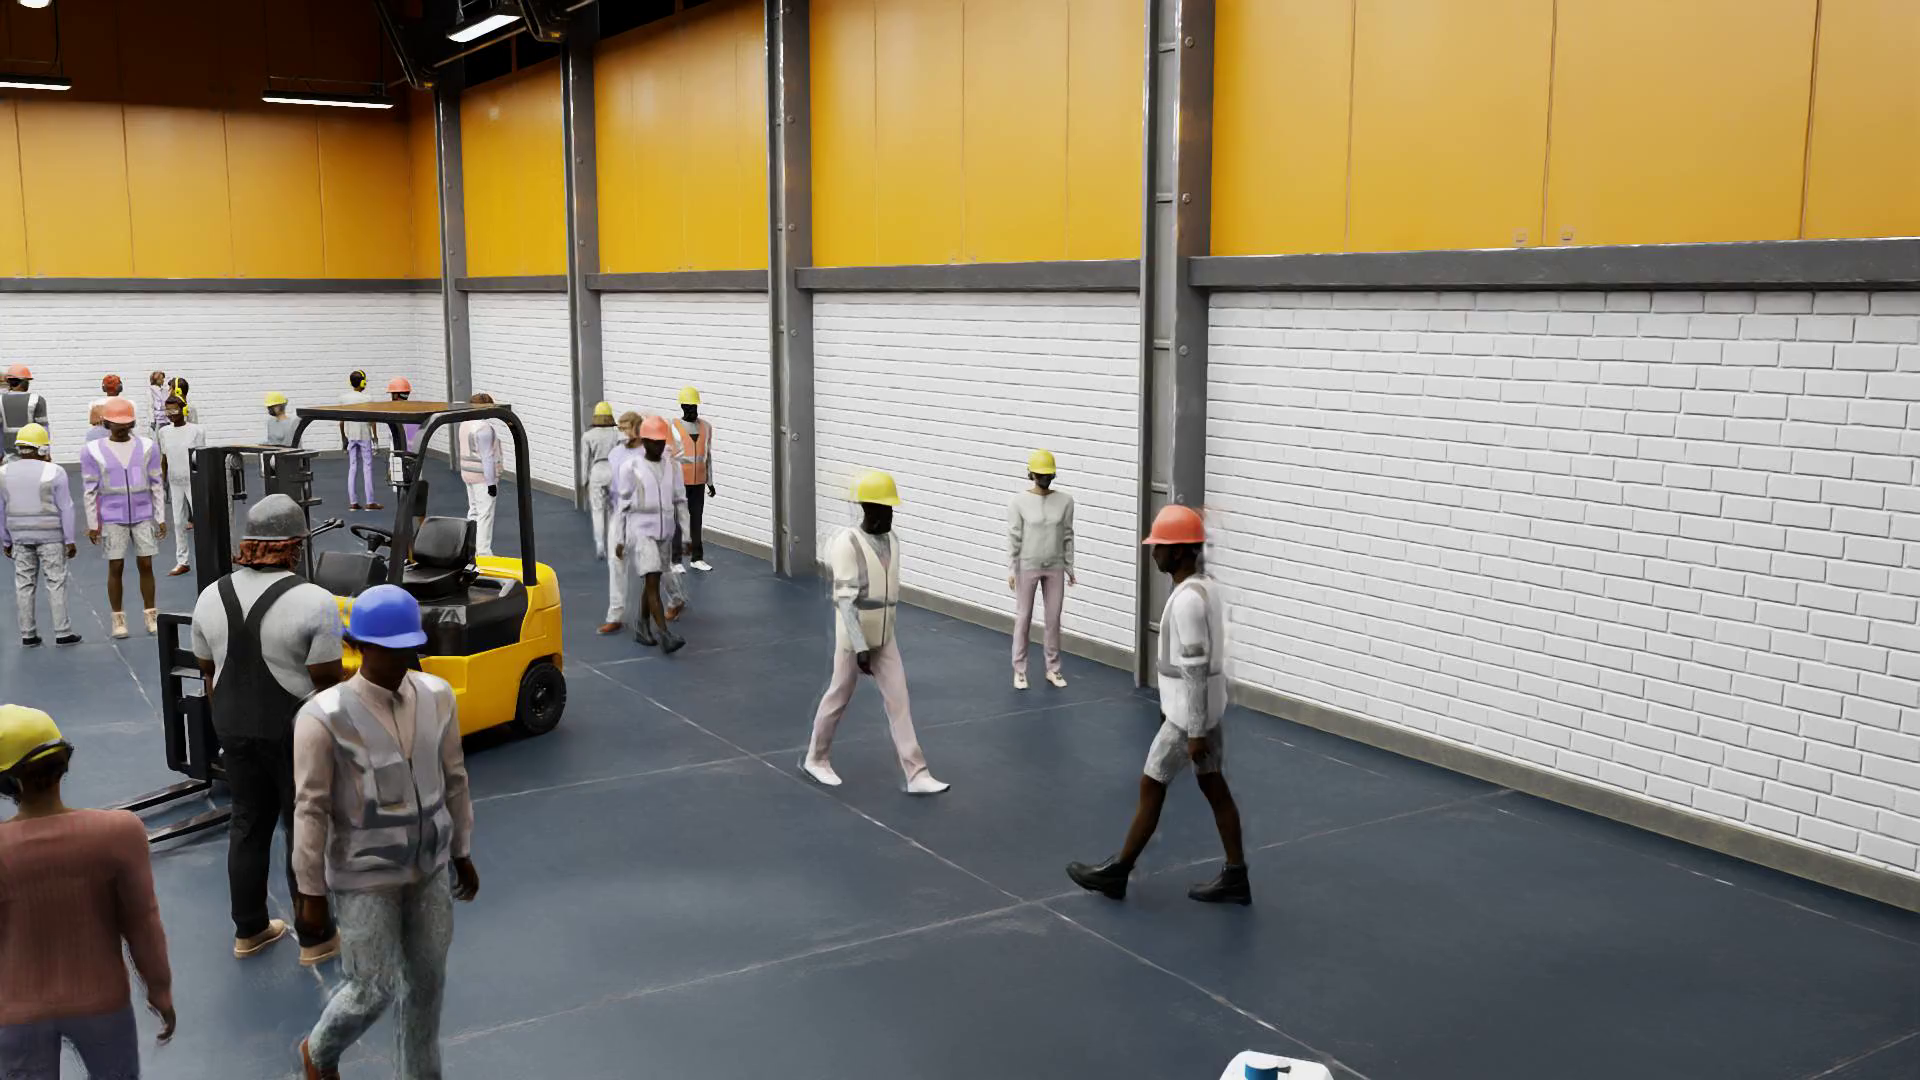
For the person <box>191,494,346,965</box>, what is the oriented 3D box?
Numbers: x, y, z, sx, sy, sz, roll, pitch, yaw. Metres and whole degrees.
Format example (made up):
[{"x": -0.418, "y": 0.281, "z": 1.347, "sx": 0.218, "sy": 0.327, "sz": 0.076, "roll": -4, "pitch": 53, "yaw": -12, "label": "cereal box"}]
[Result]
[{"x": -2.913, "y": 0.799, "z": 7.215, "sx": 0.686, "sy": 2.000, "sz": 0.535, "roll": 2, "pitch": 9, "yaw": 14, "label": "person"}]

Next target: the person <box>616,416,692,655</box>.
[{"x": -2.393, "y": -0.037, "z": 13.316, "sx": 0.575, "sy": 1.894, "sz": 0.964, "roll": -7, "pitch": 11, "yaw": -40, "label": "person"}]

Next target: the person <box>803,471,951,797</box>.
[{"x": -0.520, "y": 0.538, "z": 9.555, "sx": 1.016, "sy": 1.875, "sz": 0.605, "roll": 7, "pitch": 11, "yaw": 39, "label": "person"}]

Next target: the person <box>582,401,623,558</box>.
[{"x": -3.900, "y": -0.669, "z": 18.250, "sx": 0.490, "sy": 1.705, "sz": 0.843, "roll": -2, "pitch": 9, "yaw": -11, "label": "person"}]

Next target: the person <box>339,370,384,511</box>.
[{"x": -7.953, "y": -1.310, "z": 22.043, "sx": 0.534, "sy": 1.859, "sz": 0.309, "roll": 1, "pitch": 9, "yaw": 9, "label": "person"}]

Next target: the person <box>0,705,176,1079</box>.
[{"x": -2.589, "y": 1.310, "z": 4.791, "sx": 0.570, "sy": 1.735, "sz": 0.623, "roll": -5, "pitch": 10, "yaw": -29, "label": "person"}]

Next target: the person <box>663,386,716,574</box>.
[{"x": -2.790, "y": -0.621, "z": 17.168, "sx": 0.584, "sy": 1.928, "sz": 0.373, "roll": -7, "pitch": 11, "yaw": -39, "label": "person"}]

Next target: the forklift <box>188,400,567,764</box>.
[{"x": -3.529, "y": 0.258, "z": 10.348, "sx": 1.214, "sy": 2.155, "sz": 2.313, "roll": 4, "pitch": 9, "yaw": 25, "label": "forklift"}]

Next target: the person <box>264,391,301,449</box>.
[{"x": -7.871, "y": -0.857, "z": 19.340, "sx": 0.596, "sy": 1.753, "sz": 0.394, "roll": 6, "pitch": 10, "yaw": 35, "label": "person"}]

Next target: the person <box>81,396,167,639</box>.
[{"x": -6.963, "y": -0.185, "z": 13.898, "sx": 0.611, "sy": 2.032, "sz": 0.411, "roll": -7, "pitch": 11, "yaw": -37, "label": "person"}]

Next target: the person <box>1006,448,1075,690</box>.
[{"x": 0.593, "y": 0.212, "z": 12.111, "sx": 0.533, "sy": 1.766, "sz": 0.331, "roll": -2, "pitch": 9, "yaw": -16, "label": "person"}]

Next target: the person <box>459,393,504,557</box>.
[{"x": -5.044, "y": -0.634, "z": 17.580, "sx": 0.429, "sy": 1.837, "sz": 0.628, "roll": -6, "pitch": 10, "yaw": -35, "label": "person"}]

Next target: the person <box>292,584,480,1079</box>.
[{"x": -1.957, "y": 1.089, "z": 5.632, "sx": 0.551, "sy": 1.927, "sz": 0.624, "roll": 6, "pitch": 10, "yaw": 34, "label": "person"}]

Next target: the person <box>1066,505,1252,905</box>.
[{"x": 0.965, "y": 0.782, "z": 7.821, "sx": 0.946, "sy": 1.890, "sz": 0.568, "roll": 3, "pitch": 9, "yaw": 17, "label": "person"}]

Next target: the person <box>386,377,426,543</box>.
[{"x": -6.326, "y": -0.884, "z": 18.912, "sx": 0.373, "sy": 1.934, "sz": 0.552, "roll": 3, "pitch": 9, "yaw": 20, "label": "person"}]

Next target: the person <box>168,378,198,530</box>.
[{"x": -9.453, "y": -1.045, "z": 20.283, "sx": 0.341, "sy": 1.857, "sz": 0.524, "roll": -2, "pitch": 9, "yaw": -16, "label": "person"}]

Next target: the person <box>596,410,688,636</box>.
[{"x": -2.721, "y": -0.173, "z": 14.256, "sx": 0.642, "sy": 1.903, "sz": 0.990, "roll": 5, "pitch": 10, "yaw": 31, "label": "person"}]

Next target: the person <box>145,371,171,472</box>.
[{"x": -12.821, "y": -1.882, "z": 26.625, "sx": 0.313, "sy": 1.642, "sz": 0.513, "roll": 1, "pitch": 8, "yaw": 6, "label": "person"}]

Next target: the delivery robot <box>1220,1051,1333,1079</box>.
[{"x": 0.913, "y": 1.811, "z": 5.066, "sx": 0.477, "sy": 0.478, "sz": 0.707, "roll": 4, "pitch": 9, "yaw": 23, "label": "delivery robot"}]

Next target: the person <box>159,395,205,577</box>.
[{"x": -7.895, "y": -0.551, "z": 16.938, "sx": 0.510, "sy": 1.861, "sz": 0.324, "roll": 1, "pitch": 8, "yaw": 4, "label": "person"}]

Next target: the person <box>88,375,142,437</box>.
[{"x": -10.427, "y": -1.105, "z": 20.575, "sx": 0.584, "sy": 1.883, "sz": 0.346, "roll": -2, "pitch": 9, "yaw": -13, "label": "person"}]

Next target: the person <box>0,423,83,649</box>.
[{"x": -7.467, "y": -0.028, "z": 13.486, "sx": 0.593, "sy": 1.832, "sz": 0.403, "roll": 0, "pitch": 8, "yaw": -3, "label": "person"}]

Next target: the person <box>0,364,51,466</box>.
[{"x": -11.216, "y": -1.085, "z": 19.918, "sx": 0.610, "sy": 2.040, "sz": 0.394, "roll": -2, "pitch": 9, "yaw": -12, "label": "person"}]
